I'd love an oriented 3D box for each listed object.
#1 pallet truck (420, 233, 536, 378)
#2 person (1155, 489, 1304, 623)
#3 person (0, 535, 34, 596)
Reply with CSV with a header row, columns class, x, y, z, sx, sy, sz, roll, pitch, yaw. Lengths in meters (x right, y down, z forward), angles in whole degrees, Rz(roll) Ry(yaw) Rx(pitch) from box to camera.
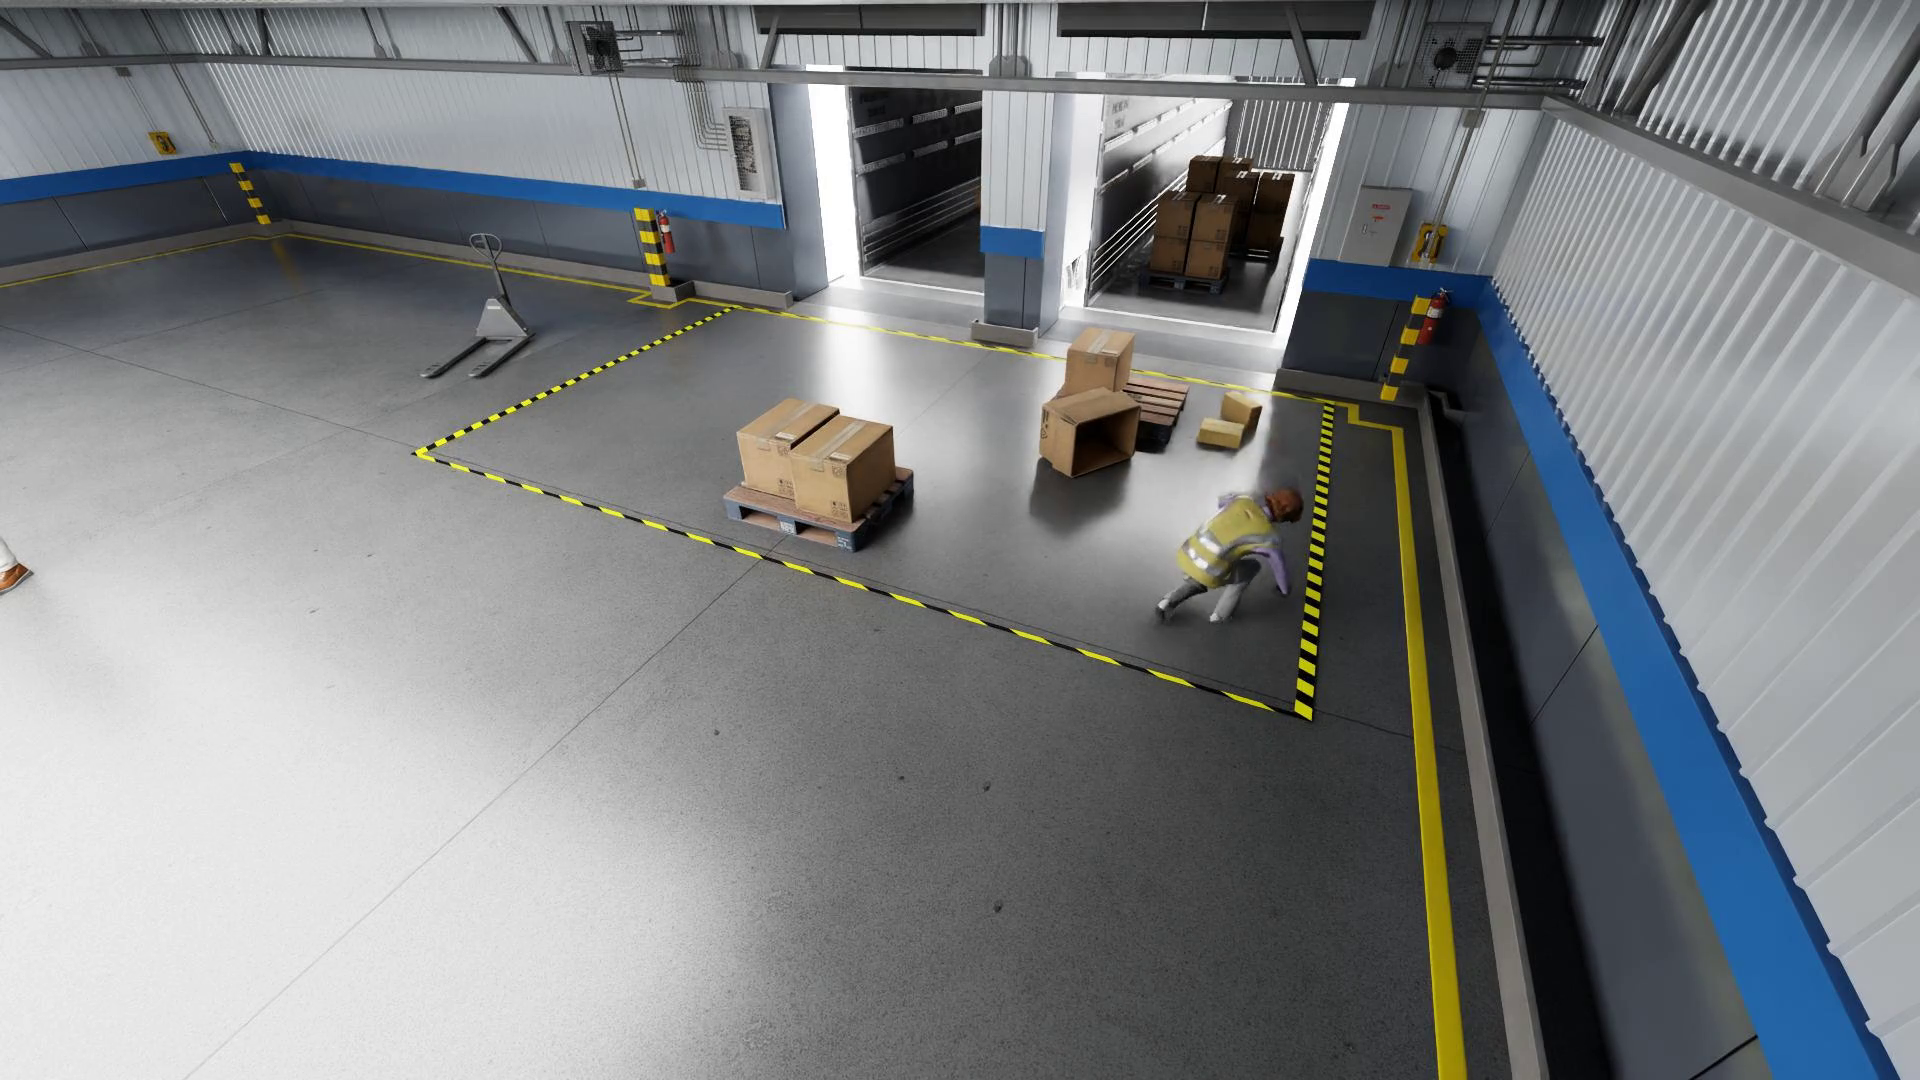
class,x,y,z,sx,sy,sz,roll,pitch,yaw
pallet truck,-5.664,-2.712,8.427,0.680,1.201,1.601,0,35,-1
person,1.712,0.116,4.796,0.942,0.967,0.678,-16,38,-21
person,-6.868,-0.464,4.660,0.603,1.949,0.394,1,35,1
